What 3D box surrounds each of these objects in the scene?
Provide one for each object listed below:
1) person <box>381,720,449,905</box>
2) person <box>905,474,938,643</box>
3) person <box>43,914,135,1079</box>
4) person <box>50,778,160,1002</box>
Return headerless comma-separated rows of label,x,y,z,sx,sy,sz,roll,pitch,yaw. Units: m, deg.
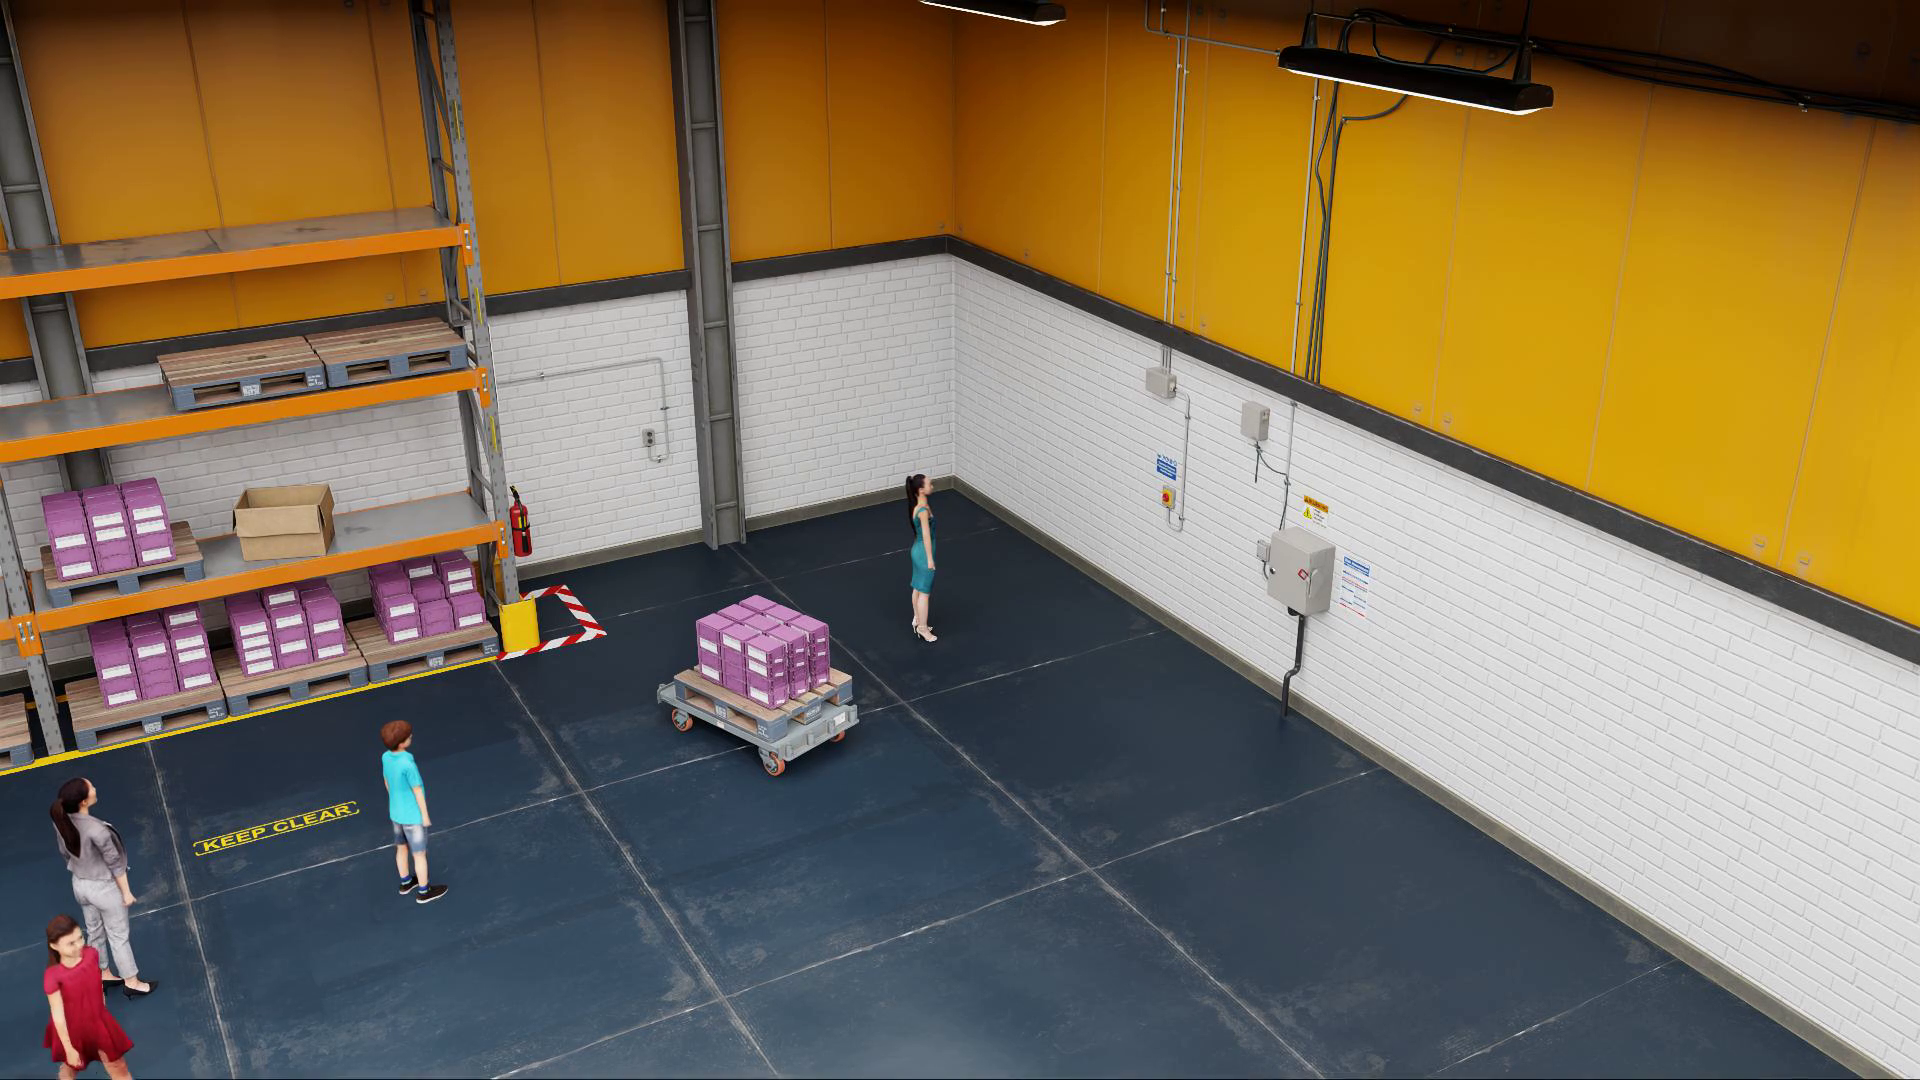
person,-4.029,1.956,12.107,0.583,1.449,0.584,16,28,32
person,-0.350,0.157,15.926,0.582,1.687,0.600,-5,24,-11
person,-5.280,2.880,9.914,0.999,1.512,1.075,12,26,25
person,-5.697,2.313,11.004,0.730,1.679,0.777,9,25,19
